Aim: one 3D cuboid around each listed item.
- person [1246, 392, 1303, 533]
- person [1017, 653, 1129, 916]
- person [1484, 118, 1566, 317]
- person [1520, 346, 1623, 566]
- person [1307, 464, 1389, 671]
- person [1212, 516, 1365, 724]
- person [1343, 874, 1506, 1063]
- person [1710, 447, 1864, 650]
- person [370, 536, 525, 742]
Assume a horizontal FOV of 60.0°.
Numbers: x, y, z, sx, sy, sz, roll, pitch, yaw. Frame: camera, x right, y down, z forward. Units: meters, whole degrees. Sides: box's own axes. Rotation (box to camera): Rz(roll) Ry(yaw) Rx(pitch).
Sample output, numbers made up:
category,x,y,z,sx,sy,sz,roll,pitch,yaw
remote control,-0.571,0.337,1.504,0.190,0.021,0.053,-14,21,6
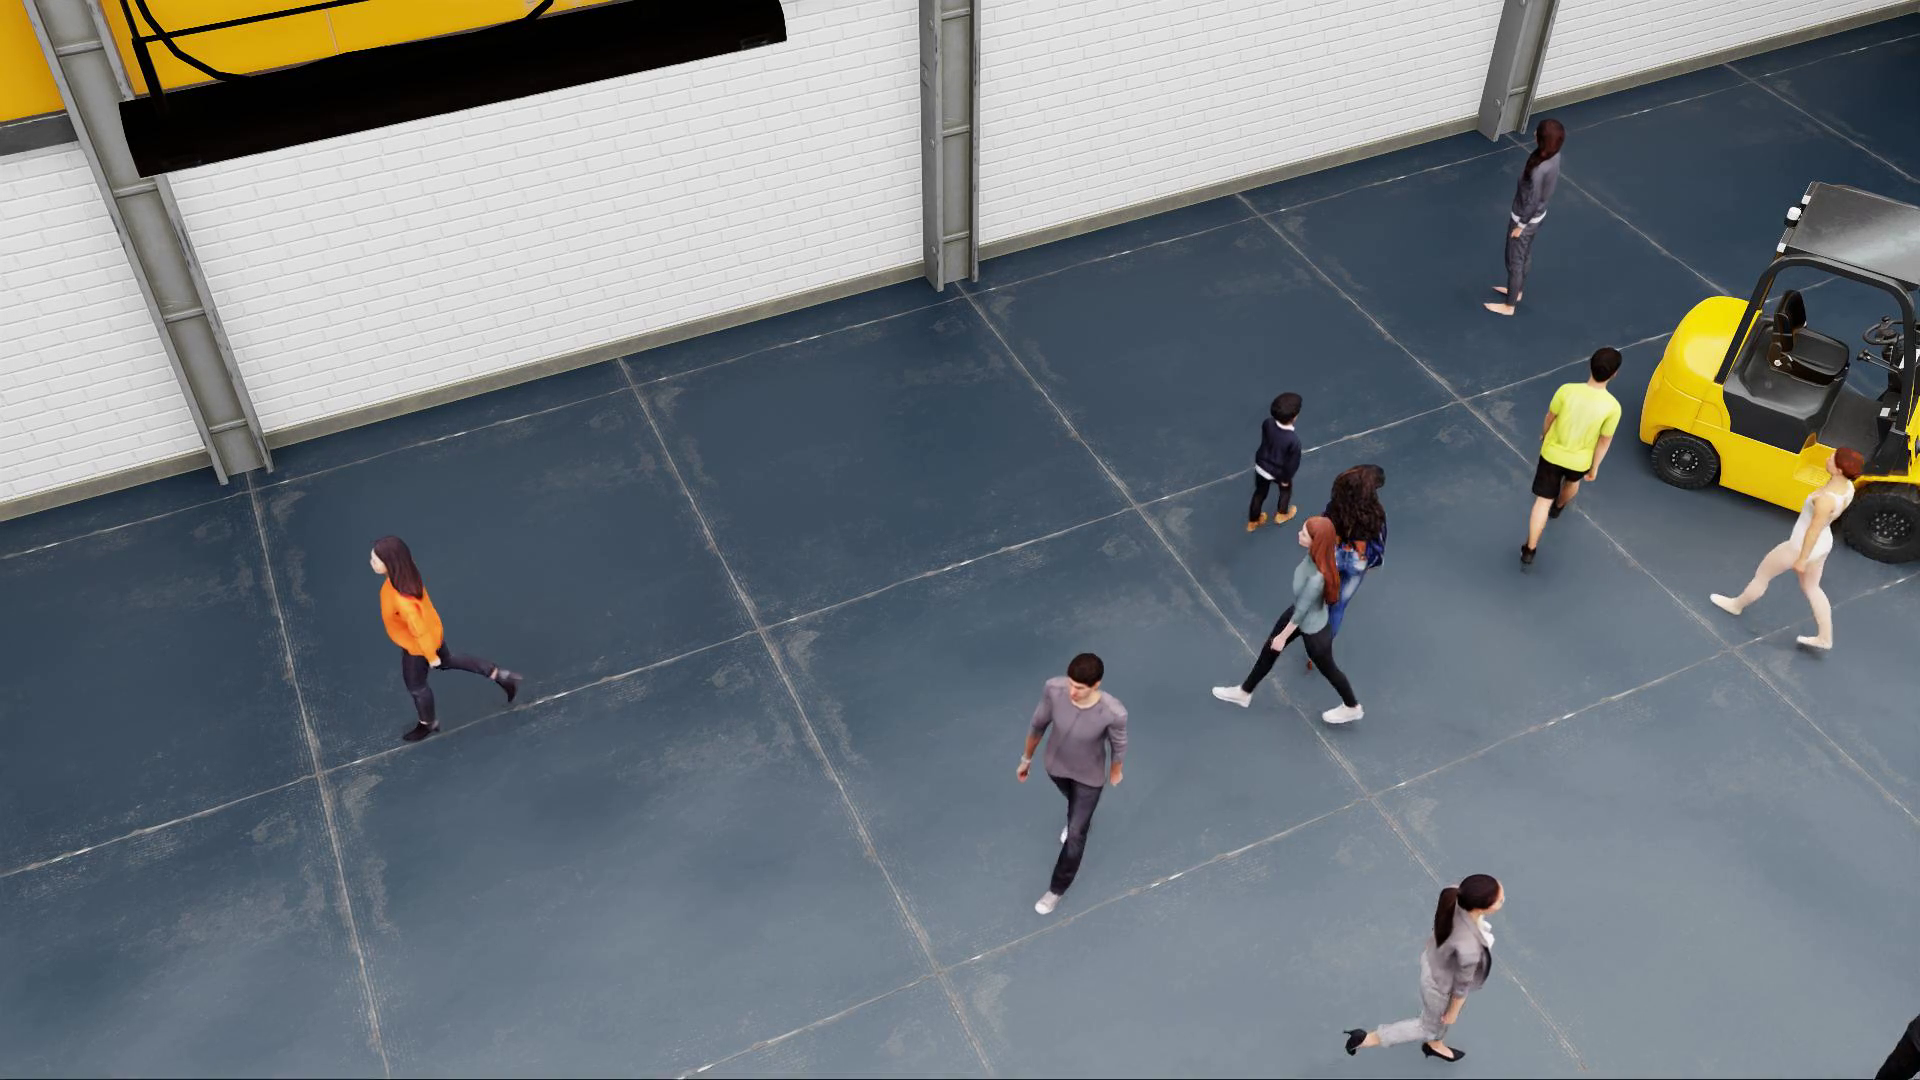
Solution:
category,x,y,z,sx,sy,sz,roll,pitch,yaw
person,2.220,-0.523,11.900,0.618,1.210,0.720,34,53,30
person,0.718,1.235,9.615,1.038,1.815,1.213,27,50,25
person,4.707,-2.679,13.757,0.749,1.769,0.642,22,48,22
person,4.229,-0.554,11.605,1.097,1.660,1.176,16,46,16
person,2.504,0.195,10.883,1.032,1.572,1.133,17,46,17
person,2.265,0.577,10.397,1.253,1.689,1.035,7,44,7
person,2.430,2.283,8.632,1.052,1.654,0.885,2,44,2
person,5.670,0.093,10.966,1.051,1.606,0.831,-31,52,-28
person,-3.265,0.588,10.363,1.095,1.721,0.726,-12,45,-12
